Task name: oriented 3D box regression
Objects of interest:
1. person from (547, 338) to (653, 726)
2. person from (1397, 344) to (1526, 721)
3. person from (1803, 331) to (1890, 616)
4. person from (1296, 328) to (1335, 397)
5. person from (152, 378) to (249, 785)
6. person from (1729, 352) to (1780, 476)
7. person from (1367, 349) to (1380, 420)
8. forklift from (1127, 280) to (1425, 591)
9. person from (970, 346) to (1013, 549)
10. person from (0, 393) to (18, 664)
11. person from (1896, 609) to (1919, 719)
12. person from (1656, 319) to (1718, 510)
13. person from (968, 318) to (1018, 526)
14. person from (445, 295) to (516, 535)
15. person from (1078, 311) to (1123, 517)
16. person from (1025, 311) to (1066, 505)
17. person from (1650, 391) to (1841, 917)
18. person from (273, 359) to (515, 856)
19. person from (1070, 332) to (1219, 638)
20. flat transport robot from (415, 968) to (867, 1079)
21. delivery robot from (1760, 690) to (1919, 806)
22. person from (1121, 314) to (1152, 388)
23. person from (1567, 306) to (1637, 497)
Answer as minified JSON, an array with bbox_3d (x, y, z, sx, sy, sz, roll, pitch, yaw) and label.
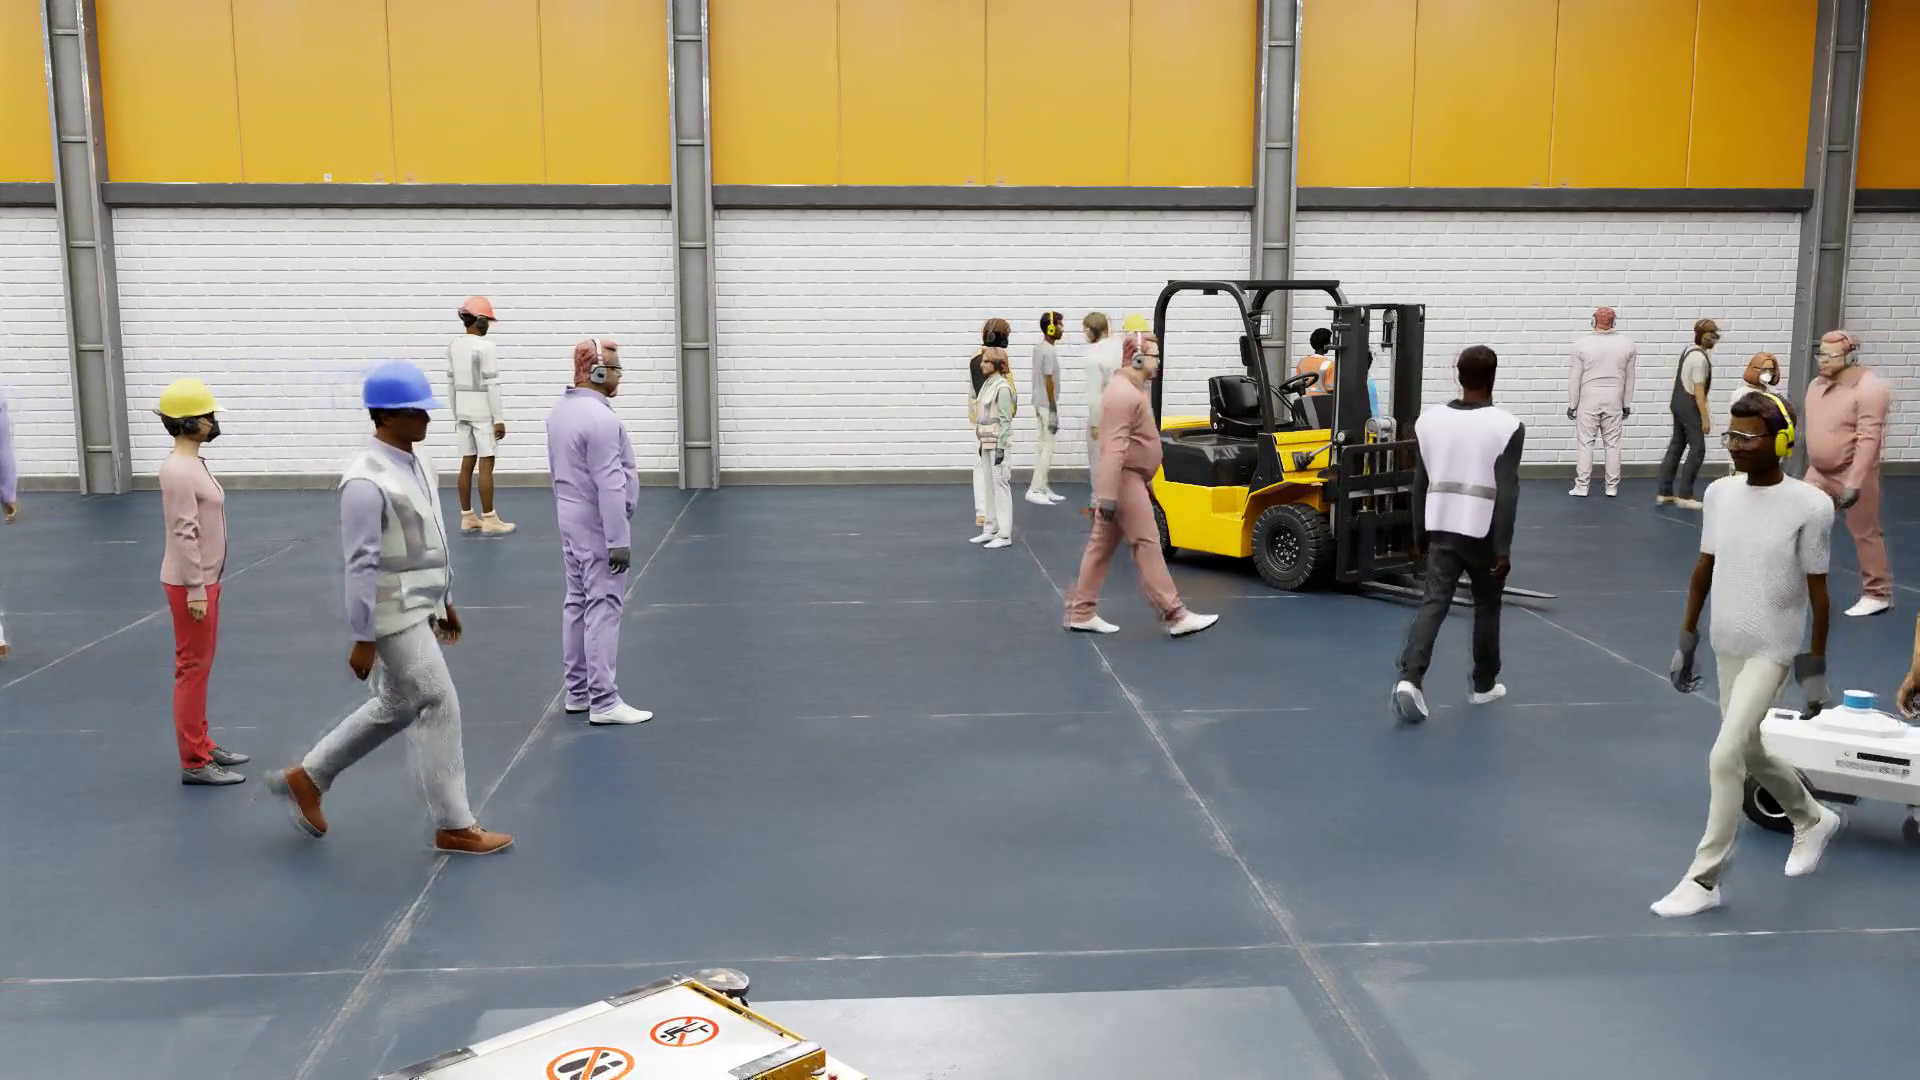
[{"bbox_3d":[-1.782,-0.042,8.248,0.404,1.904,0.651,-6,11,-34],"label":"person"},{"bbox_3d":[2.505,-0.042,8.365,0.599,1.879,0.974,8,12,41],"label":"person"},{"bbox_3d":[5.621,-0.406,10.700,0.971,1.857,0.651,-3,9,-16],"label":"person"},{"bbox_3d":[3.610,-1.301,16.832,0.320,1.690,0.533,-6,11,-35],"label":"person"},{"bbox_3d":[-3.322,0.181,7.270,0.300,1.772,0.532,-3,10,-19],"label":"person"},{"bbox_3d":[6.070,-0.619,12.725,0.501,1.631,0.287,-4,10,-26],"label":"person"},{"bbox_3d":[3.136,-0.750,13.464,0.859,1.653,0.539,5,10,29],"label":"person"},{"bbox_3d":[2.301,-0.860,12.475,1.214,2.155,2.313,-6,11,-35],"label":"forklift"},{"bbox_3d":[0.279,-0.756,13.550,0.308,1.643,0.511,-3,10,-19],"label":"person"},{"bbox_3d":[-5.842,-0.243,9.578,1.032,1.876,0.660,5,11,31],"label":"person"},{"bbox_3d":[3.363,0.464,5.349,0.720,1.819,0.566,-5,10,-27],"label":"person"},{"bbox_3d":[6.907,-1.194,15.795,0.413,1.806,0.595,2,9,11],"label":"person"},{"bbox_3d":[0.296,-1.041,14.741,0.430,1.837,0.620,2,9,15],"label":"person"},{"bbox_3d":[-4.113,-1.064,14.245,0.605,2.040,0.395,7,11,36],"label":"person"},{"bbox_3d":[1.408,-1.103,14.955,0.795,1.898,0.678,8,12,41],"label":"person"},{"bbox_3d":[0.822,-1.283,16.197,0.504,1.874,0.616,-2,9,-9],"label":"person"},{"bbox_3d":[2.837,0.379,5.873,0.914,1.834,0.522,-4,10,-23],"label":"person"},{"bbox_3d":[-2.200,0.264,6.316,0.888,1.912,0.597,0,9,-2],"label":"person"},{"bbox_3d":[1.119,-0.325,10.140,0.957,1.859,0.672,1,9,5],"label":"person"},{"bbox_3d":[-0.983,1.427,4.135,1.431,0.197,0.652,-9,12,-43],"label":"flat transport robot"},{"bbox_3d":[3.561,0.842,6.625,0.707,0.478,0.477,6,11,35],"label":"delivery robot"},{"bbox_3d":[1.739,-1.348,16.670,0.404,1.830,0.602,3,10,20],"label":"person"},{"bbox_3d":[6.369,-1.368,16.572,0.642,1.909,0.409,1,9,3],"label":"person"}]
